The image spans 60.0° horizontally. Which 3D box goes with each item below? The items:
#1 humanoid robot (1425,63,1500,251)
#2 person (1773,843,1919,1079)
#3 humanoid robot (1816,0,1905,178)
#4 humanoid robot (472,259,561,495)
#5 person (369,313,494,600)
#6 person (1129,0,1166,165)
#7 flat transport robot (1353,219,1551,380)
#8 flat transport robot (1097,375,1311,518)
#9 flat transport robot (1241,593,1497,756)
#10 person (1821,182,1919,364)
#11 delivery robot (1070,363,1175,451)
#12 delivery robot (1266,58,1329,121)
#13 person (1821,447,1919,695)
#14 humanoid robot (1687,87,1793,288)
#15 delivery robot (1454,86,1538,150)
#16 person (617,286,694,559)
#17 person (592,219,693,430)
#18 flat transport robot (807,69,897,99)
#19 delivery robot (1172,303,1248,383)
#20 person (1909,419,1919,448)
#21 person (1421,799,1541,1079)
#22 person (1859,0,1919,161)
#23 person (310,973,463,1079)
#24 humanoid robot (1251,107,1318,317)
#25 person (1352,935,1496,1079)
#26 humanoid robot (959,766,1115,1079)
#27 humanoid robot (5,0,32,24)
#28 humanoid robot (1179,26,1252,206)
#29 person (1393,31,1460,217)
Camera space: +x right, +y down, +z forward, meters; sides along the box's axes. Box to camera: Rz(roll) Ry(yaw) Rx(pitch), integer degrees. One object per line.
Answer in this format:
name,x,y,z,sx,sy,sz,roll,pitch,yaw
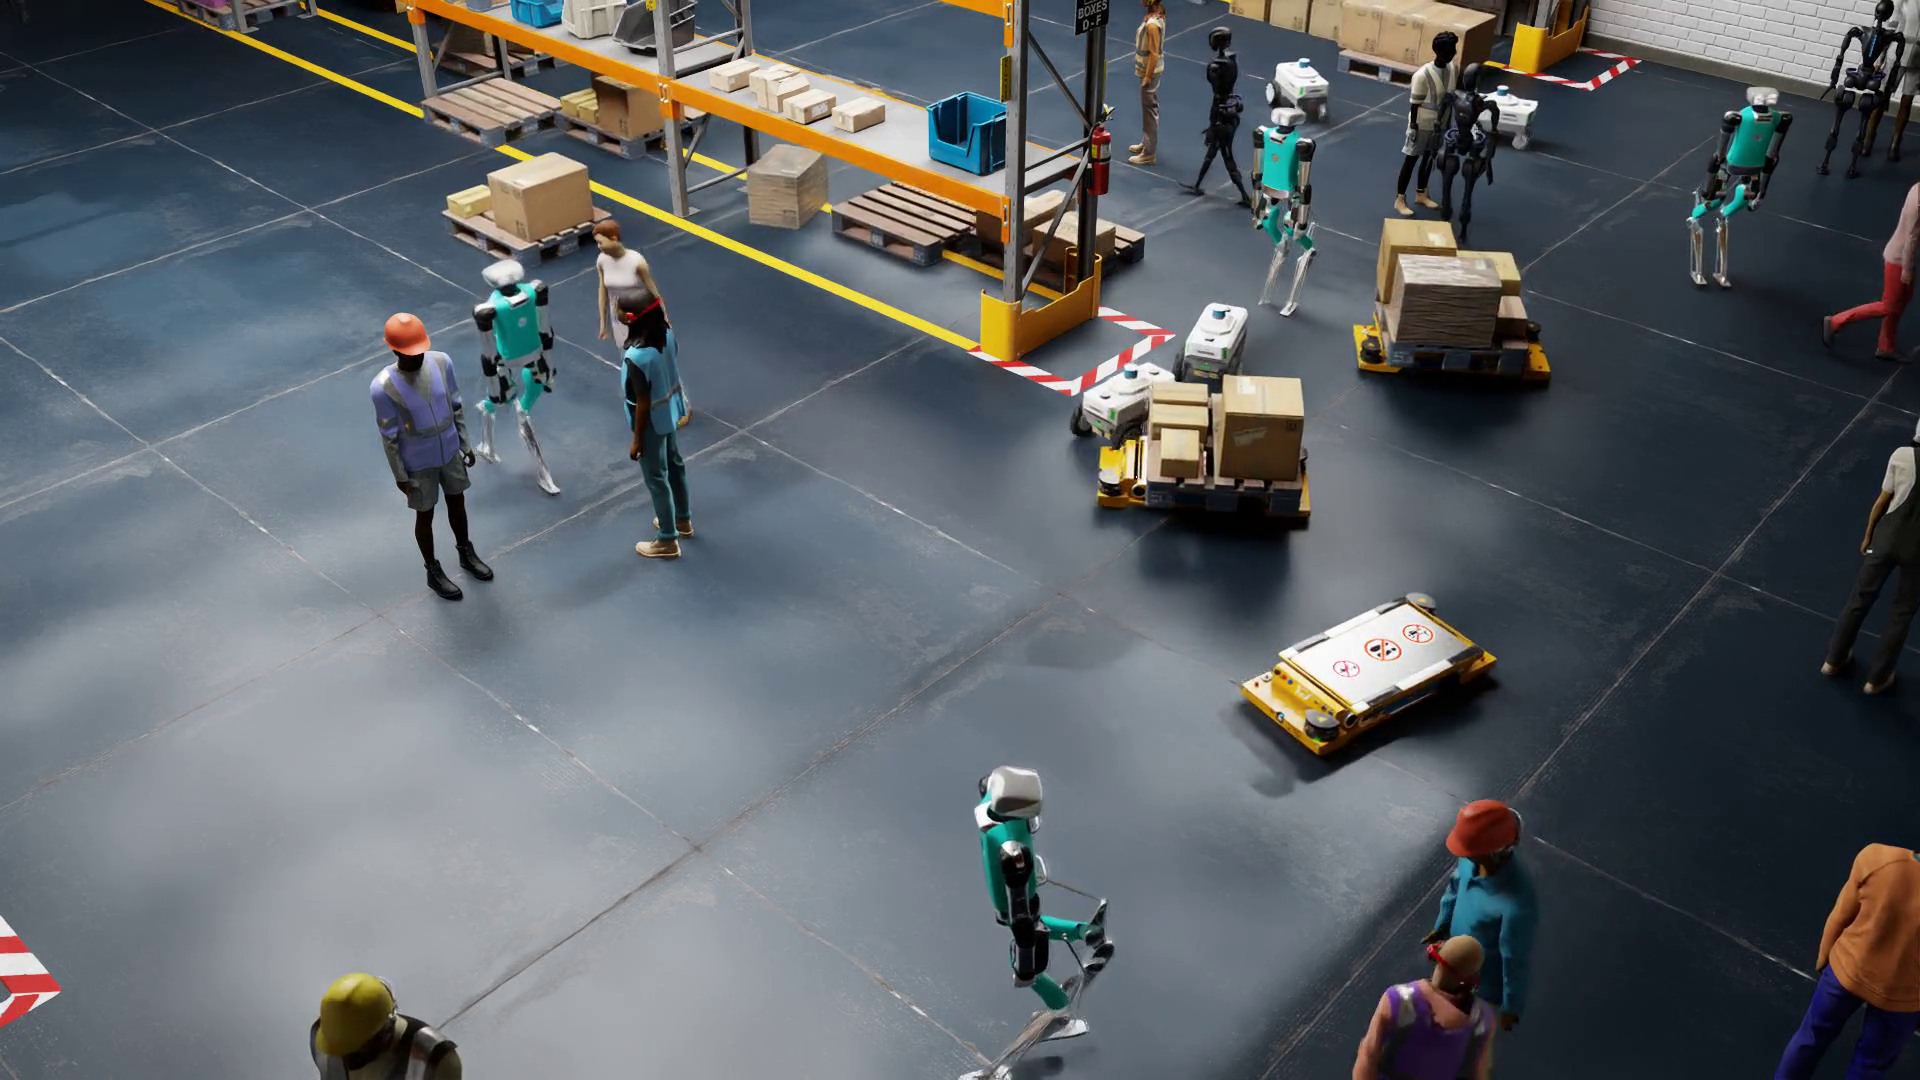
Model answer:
humanoid robot,4.347,-3.320,14.381,0.599,1.646,0.345,18,39,24
person,3.746,1.767,6.756,0.406,1.976,0.509,-29,44,-35
humanoid robot,8.527,-4.286,15.768,0.599,1.657,0.315,16,38,22
humanoid robot,-3.123,-1.144,11.213,0.948,1.799,0.570,27,43,34
person,-3.204,-0.515,10.100,0.382,1.931,0.540,27,43,33
person,1.803,-4.511,16.016,0.314,1.777,0.482,4,35,6
flat transport robot,3.831,-1.513,13.002,1.431,0.231,0.659,4,35,5
flat transport robot,1.674,-0.438,11.444,1.431,0.231,0.659,4,35,5
flat transport robot,2.401,0.759,9.711,1.431,0.231,0.659,-21,40,-27
person,7.123,-2.163,12.633,0.639,1.746,0.529,20,40,27
delivery robot,1.212,-0.986,11.980,0.788,0.587,0.499,-27,43,-34
delivery robot,3.566,-4.747,17.449,0.499,0.609,0.784,-8,35,-11
person,5.332,0.061,9.350,0.498,1.837,0.358,26,42,33
humanoid robot,6.343,-2.965,13.747,0.530,1.723,0.686,1,35,1
delivery robot,5.390,-4.266,16.755,0.807,0.613,0.499,14,37,20
person,-1.915,-0.730,10.462,0.377,1.865,0.545,9,36,13
person,-2.289,-1.535,11.828,0.529,1.623,0.363,10,36,14
flat transport robot,-1.382,-4.668,17.573,1.431,0.231,0.659,24,41,30
delivery robot,1.960,-1.504,12.742,0.499,0.600,0.802,13,37,17
person,7.023,-1.283,11.429,0.343,1.677,0.443,-10,36,-14
person,2.147,1.760,6.977,0.490,1.718,0.580,-1,35,-1
person,9.148,-4.634,16.072,0.546,1.924,0.387,14,37,19
person,-2.073,2.247,6.193,0.589,1.824,0.404,9,36,12
humanoid robot,2.660,-2.645,13.371,0.531,1.807,0.694,28,43,34
person,1.751,2.180,6.423,0.503,1.656,0.431,6,35,9
humanoid robot,0.390,1.653,7.130,0.897,1.773,0.544,-6,35,-8
humanoid robot,-11.360,-6.923,19.609,0.607,1.634,0.606,-17,38,-23
humanoid robot,2.423,-3.875,15.228,0.756,1.625,0.612,15,37,21
person,4.233,-3.757,15.004,0.534,1.693,0.321,-20,39,-27
